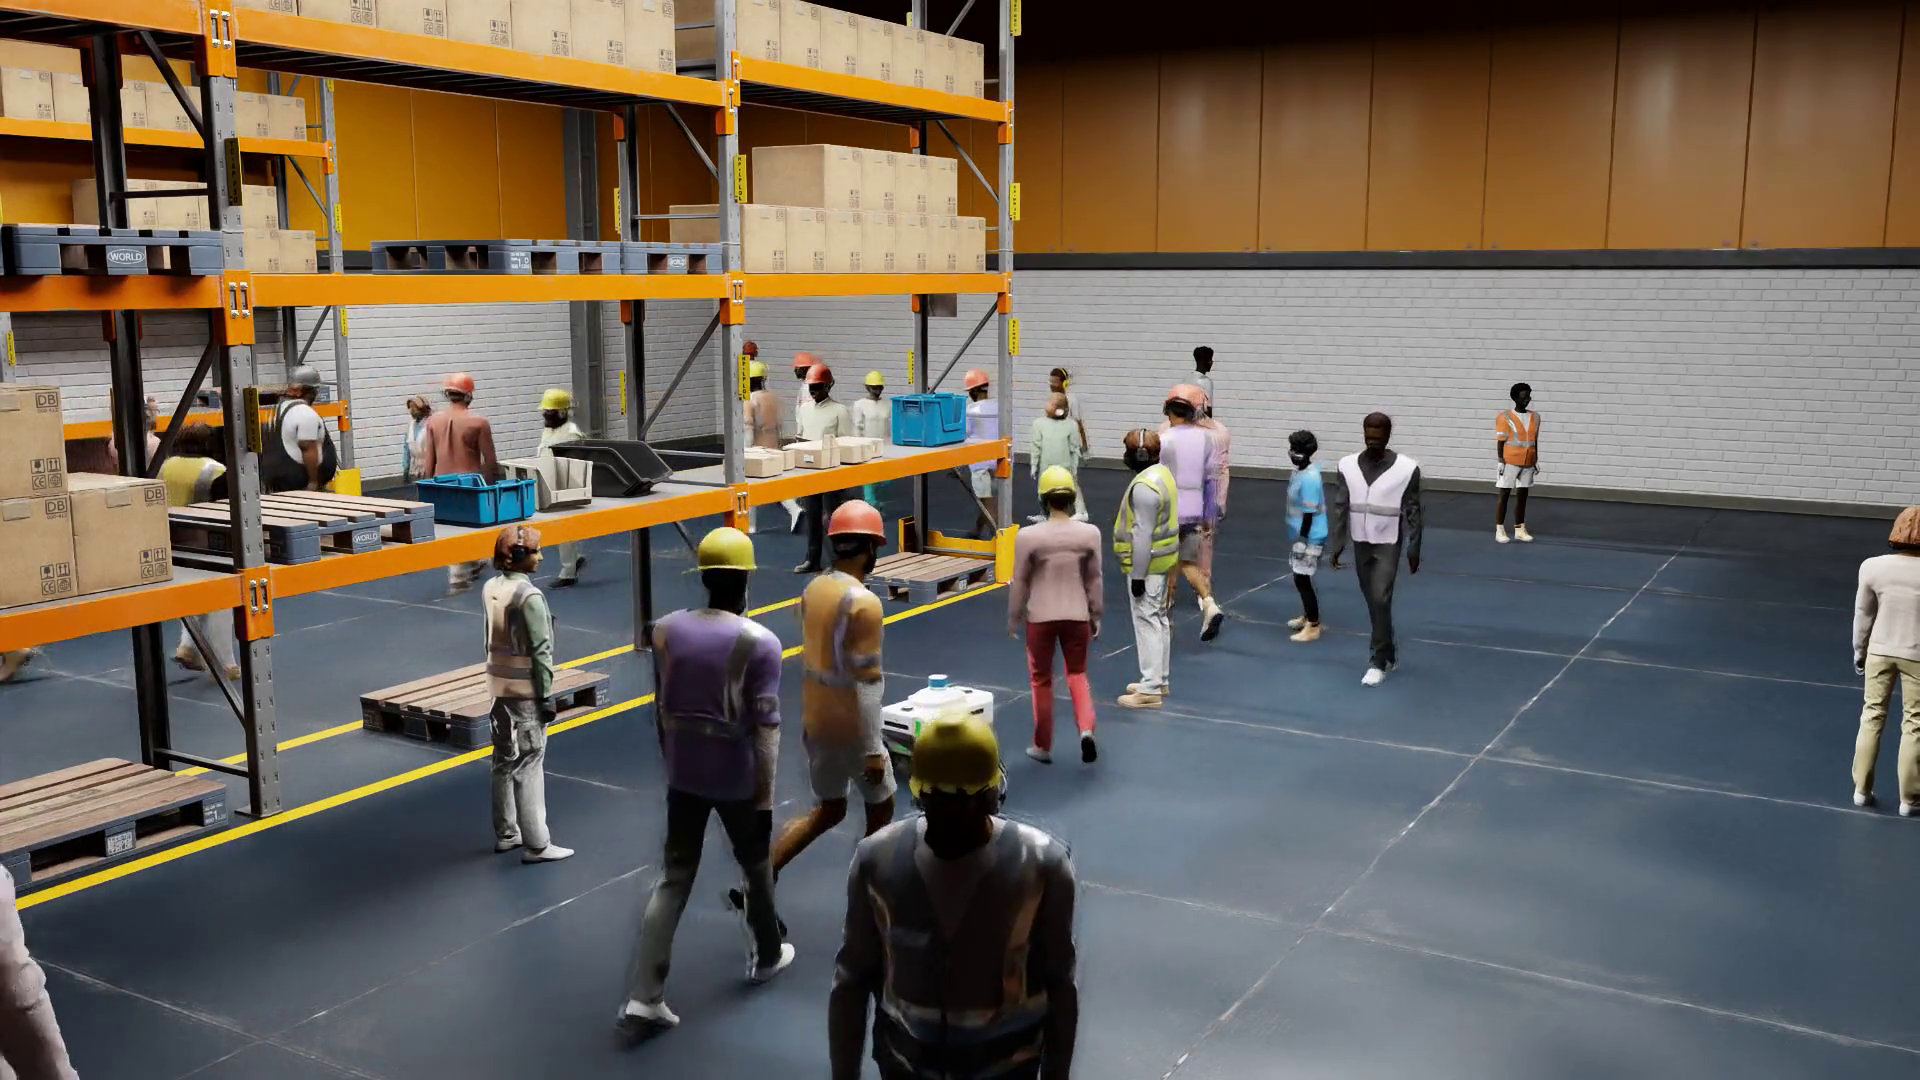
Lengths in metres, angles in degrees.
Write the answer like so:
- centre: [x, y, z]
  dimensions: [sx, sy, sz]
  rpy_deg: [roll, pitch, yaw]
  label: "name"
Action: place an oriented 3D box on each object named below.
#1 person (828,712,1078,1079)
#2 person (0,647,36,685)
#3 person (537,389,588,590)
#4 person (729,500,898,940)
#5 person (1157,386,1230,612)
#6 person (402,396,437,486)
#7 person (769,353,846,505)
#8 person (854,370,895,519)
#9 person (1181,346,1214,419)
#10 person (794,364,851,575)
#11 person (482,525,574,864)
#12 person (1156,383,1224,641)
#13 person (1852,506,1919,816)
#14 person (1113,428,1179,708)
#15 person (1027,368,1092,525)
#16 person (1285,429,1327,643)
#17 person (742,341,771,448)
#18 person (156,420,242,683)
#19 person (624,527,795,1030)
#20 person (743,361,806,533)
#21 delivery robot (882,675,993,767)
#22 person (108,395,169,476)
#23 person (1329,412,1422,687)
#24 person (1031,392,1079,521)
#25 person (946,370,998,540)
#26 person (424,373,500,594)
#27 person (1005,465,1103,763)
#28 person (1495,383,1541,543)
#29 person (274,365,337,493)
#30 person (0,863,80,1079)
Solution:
- centre: [-0.018, 1.286, 4.202]
  dimensions: [0.611, 1.786, 0.941]
  rpy_deg: [2, 9, 12]
  label: "person"
- centre: [-6.818, 0.064, 11.152]
  dimensions: [0.982, 2.005, 0.613]
  rpy_deg: [-7, 12, -38]
  label: "person"
- centre: [-3.587, -0.452, 14.928]
  dimensions: [0.417, 1.817, 0.616]
  rpy_deg: [-7, 12, -37]
  label: "person"
- centre: [-0.565, 0.783, 7.024]
  dimensions: [0.819, 1.892, 0.596]
  rpy_deg: [-6, 11, -32]
  label: "person"
- centre: [1.935, -0.341, 13.980]
  dimensions: [0.638, 1.906, 0.407]
  rpy_deg: [1, 9, 8]
  label: "person"
- centre: [-5.491, -0.688, 17.156]
  dimensions: [0.543, 1.589, 0.927]
  rpy_deg: [6, 11, 35]
  label: "person"
- centre: [-1.865, -1.347, 20.332]
  dimensions: [1.014, 1.883, 0.568]
  rpy_deg: [0, 9, 2]
  label: "person"
- centre: [-0.956, -1.042, 18.816]
  dimensions: [0.533, 1.752, 0.368]
  rpy_deg: [-5, 10, -27]
  label: "person"
- centre: [2.947, -1.415, 20.526]
  dimensions: [0.378, 1.961, 0.611]
  rpy_deg: [-4, 10, -22]
  label: "person"
- centre: [-1.303, -0.655, 15.649]
  dimensions: [0.622, 1.994, 0.381]
  rpy_deg: [6, 11, 33]
  label: "person"
- centre: [-2.126, 0.742, 8.047]
  dimensions: [0.313, 1.637, 0.513]
  rpy_deg: [-8, 12, -42]
  label: "person"
- centre: [1.700, -0.179, 12.651]
  dimensions: [0.635, 2.014, 0.685]
  rpy_deg: [-5, 11, -31]
  label: "person"
- centre: [4.964, 0.633, 8.765]
  dimensions: [0.277, 1.628, 0.501]
  rpy_deg: [-7, 12, -38]
  label: "person"
- centre: [1.222, 0.177, 10.979]
  dimensions: [0.430, 1.836, 0.630]
  rpy_deg: [3, 9, 16]
  label: "person"
- centre: [1.120, -1.026, 18.603]
  dimensions: [1.077, 1.792, 0.564]
  rpy_deg: [-6, 11, -35]
  label: "person"
- centre: [2.649, -0.037, 12.815]
  dimensions: [0.335, 1.660, 0.668]
  rpy_deg: [1, 9, 6]
  label: "person"
- centre: [-2.963, -1.880, 23.640]
  dimensions: [0.585, 1.882, 0.337]
  rpy_deg: [-4, 10, -25]
  label: "person"
- centre: [-5.265, 0.077, 11.624]
  dimensions: [0.641, 1.819, 0.451]
  rpy_deg: [3, 10, 20]
  label: "person"
- centre: [-0.962, 0.898, 6.358]
  dimensions: [0.585, 1.882, 0.967]
  rpy_deg: [4, 10, 22]
  label: "person"
- centre: [-2.089, -0.985, 18.038]
  dimensions: [0.817, 1.901, 0.597]
  rpy_deg: [5, 11, 30]
  label: "person"
- centre: [-0.127, 1.010, 9.451]
  dimensions: [0.477, 0.478, 0.707]
  rpy_deg: [8, 12, 39]
  label: "delivery robot"
- centre: [-6.636, -0.242, 13.480]
  dimensions: [0.654, 1.871, 0.936]
  rpy_deg: [7, 11, 37]
  label: "person"
- centre: [2.850, 0.056, 11.568]
  dimensions: [0.583, 1.881, 0.829]
  rpy_deg: [8, 12, 40]
  label: "person"
- centre: [1.001, -0.767, 17.555]
  dimensions: [0.505, 1.613, 0.553]
  rpy_deg: [1, 9, 7]
  label: "person"
- centre: [0.183, -0.760, 16.672]
  dimensions: [0.546, 1.871, 0.947]
  rpy_deg: [-8, 12, -41]
  label: "person"
- centre: [-4.442, -0.534, 15.045]
  dimensions: [0.649, 1.942, 1.004]
  rpy_deg: [2, 9, 14]
  label: "person"
- centre: [0.555, 0.449, 9.511]
  dimensions: [0.545, 1.755, 0.530]
  rpy_deg: [-3, 9, -16]
  label: "person"
- centre: [5.893, -0.815, 17.580]
  dimensions: [0.539, 1.696, 0.317]
  rpy_deg: [-3, 10, -19]
  label: "person"
- centre: [-6.086, -0.616, 15.268]
  dimensions: [0.731, 2.000, 0.714]
  rpy_deg: [-8, 12, -41]
  label: "person"
- centre: [-2.472, 1.297, 3.912]
  dimensions: [0.627, 1.873, 0.951]
  rpy_deg: [5, 10, 30]
  label: "person"
